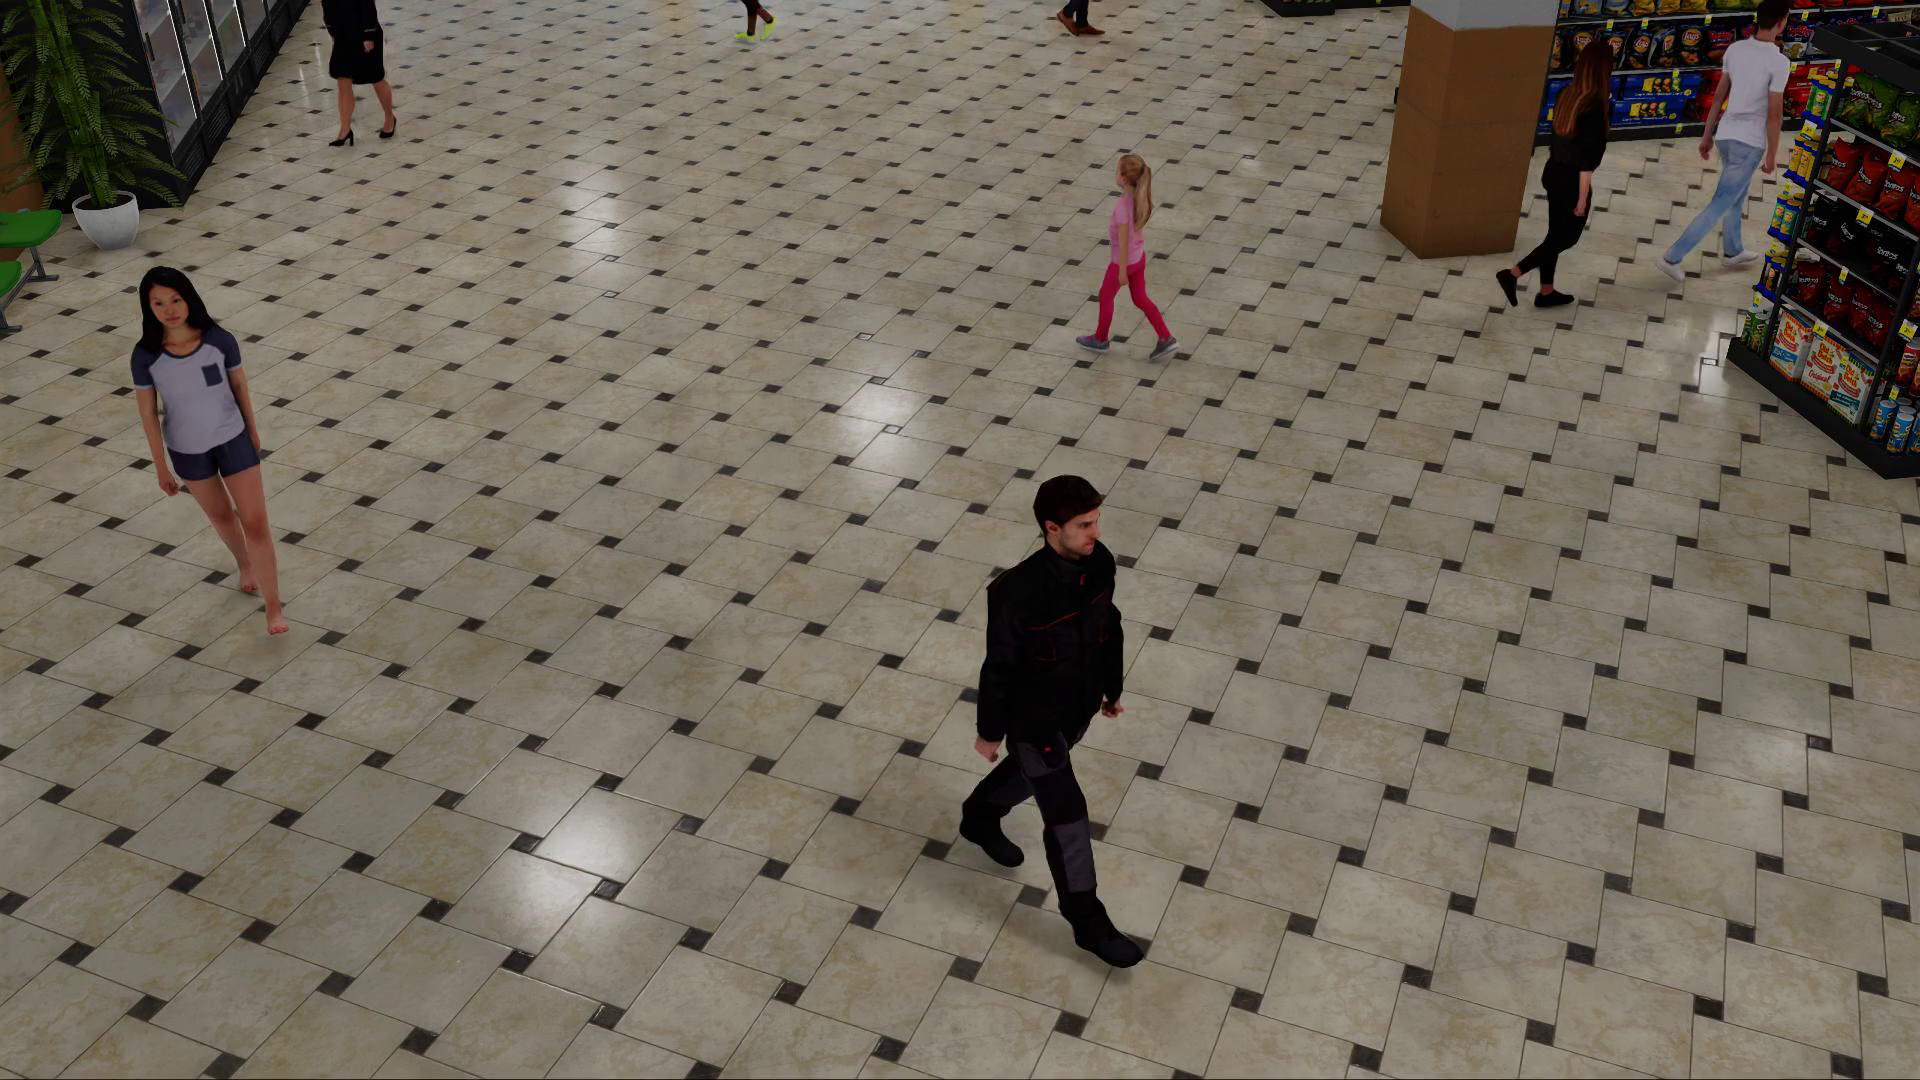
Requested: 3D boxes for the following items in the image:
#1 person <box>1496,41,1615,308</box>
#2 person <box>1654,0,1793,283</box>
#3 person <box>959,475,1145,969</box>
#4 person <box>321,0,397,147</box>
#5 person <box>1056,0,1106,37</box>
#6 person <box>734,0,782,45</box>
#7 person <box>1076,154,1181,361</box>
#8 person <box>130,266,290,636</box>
[{"bbox_3d":[3.668,-2.207,10.283,0.864,1.696,0.607,-5,32,-9],"label":"person"},{"bbox_3d":[4.938,-2.514,10.665,1.250,1.813,0.819,-12,34,-18],"label":"person"},{"bbox_3d":[0.239,0.555,5.753,1.240,1.793,1.226,25,40,34],"label":"person"},{"bbox_3d":[-4.721,-3.978,13.175,1.038,1.647,1.037,10,33,15],"label":"person"},{"bbox_3d":[1.121,-5.694,15.780,0.765,1.809,0.741,0,32,0],"label":"person"},{"bbox_3d":[-1.919,-5.488,15.511,0.926,1.744,0.836,15,35,23],"label":"person"},{"bbox_3d":[1.046,-1.639,9.785,0.932,1.258,0.834,19,36,27],"label":"person"},{"bbox_3d":[-3.376,-0.452,7.487,1.005,1.670,0.834,-14,34,-21],"label":"person"}]
